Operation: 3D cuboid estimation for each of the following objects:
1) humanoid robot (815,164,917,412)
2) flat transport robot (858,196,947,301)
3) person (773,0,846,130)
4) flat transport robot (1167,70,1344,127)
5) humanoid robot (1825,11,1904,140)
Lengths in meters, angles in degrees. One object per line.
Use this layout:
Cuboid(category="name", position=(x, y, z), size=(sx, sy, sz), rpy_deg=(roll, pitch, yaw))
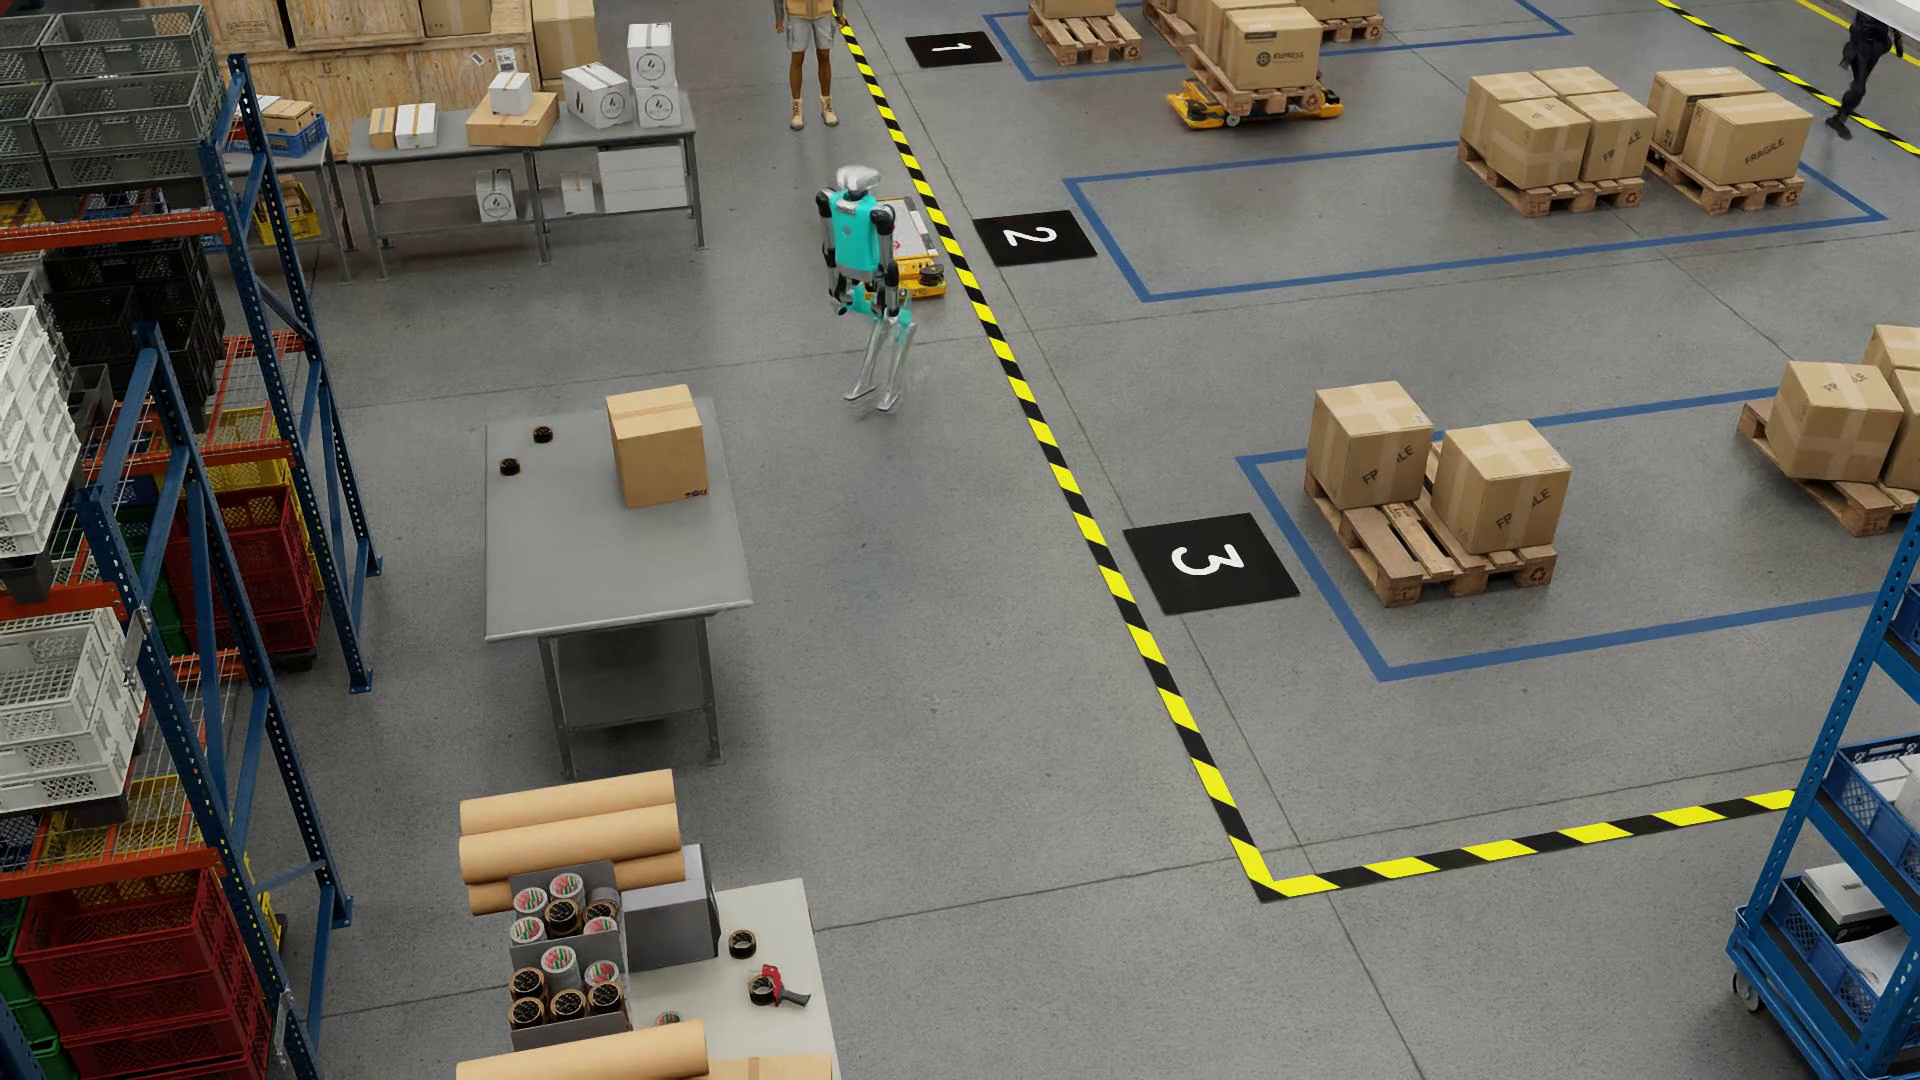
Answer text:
Cuboid(category="humanoid robot", position=(-0.495, -1.628, 10.398), size=(0.533, 1.677, 0.735), rpy_deg=(21, 41, 26))
Cuboid(category="flat transport robot", position=(-0.570, -2.220, 12.538), size=(0.659, 0.231, 1.431), rpy_deg=(-8, 37, -10))
Cuboid(category="person", position=(-1.270, -4.488, 14.109), size=(0.613, 2.030, 0.395), rpy_deg=(-8, 37, -11))
Cuboid(category="flat transport robot", position=(2.634, -3.946, 14.834), size=(1.431, 0.197, 0.652), rpy_deg=(-8, 37, -10))
Cuboid(category="humanoid robot", position=(7.732, -4.224, 14.053), size=(0.601, 1.647, 0.497), rpy_deg=(-14, 39, -18))
